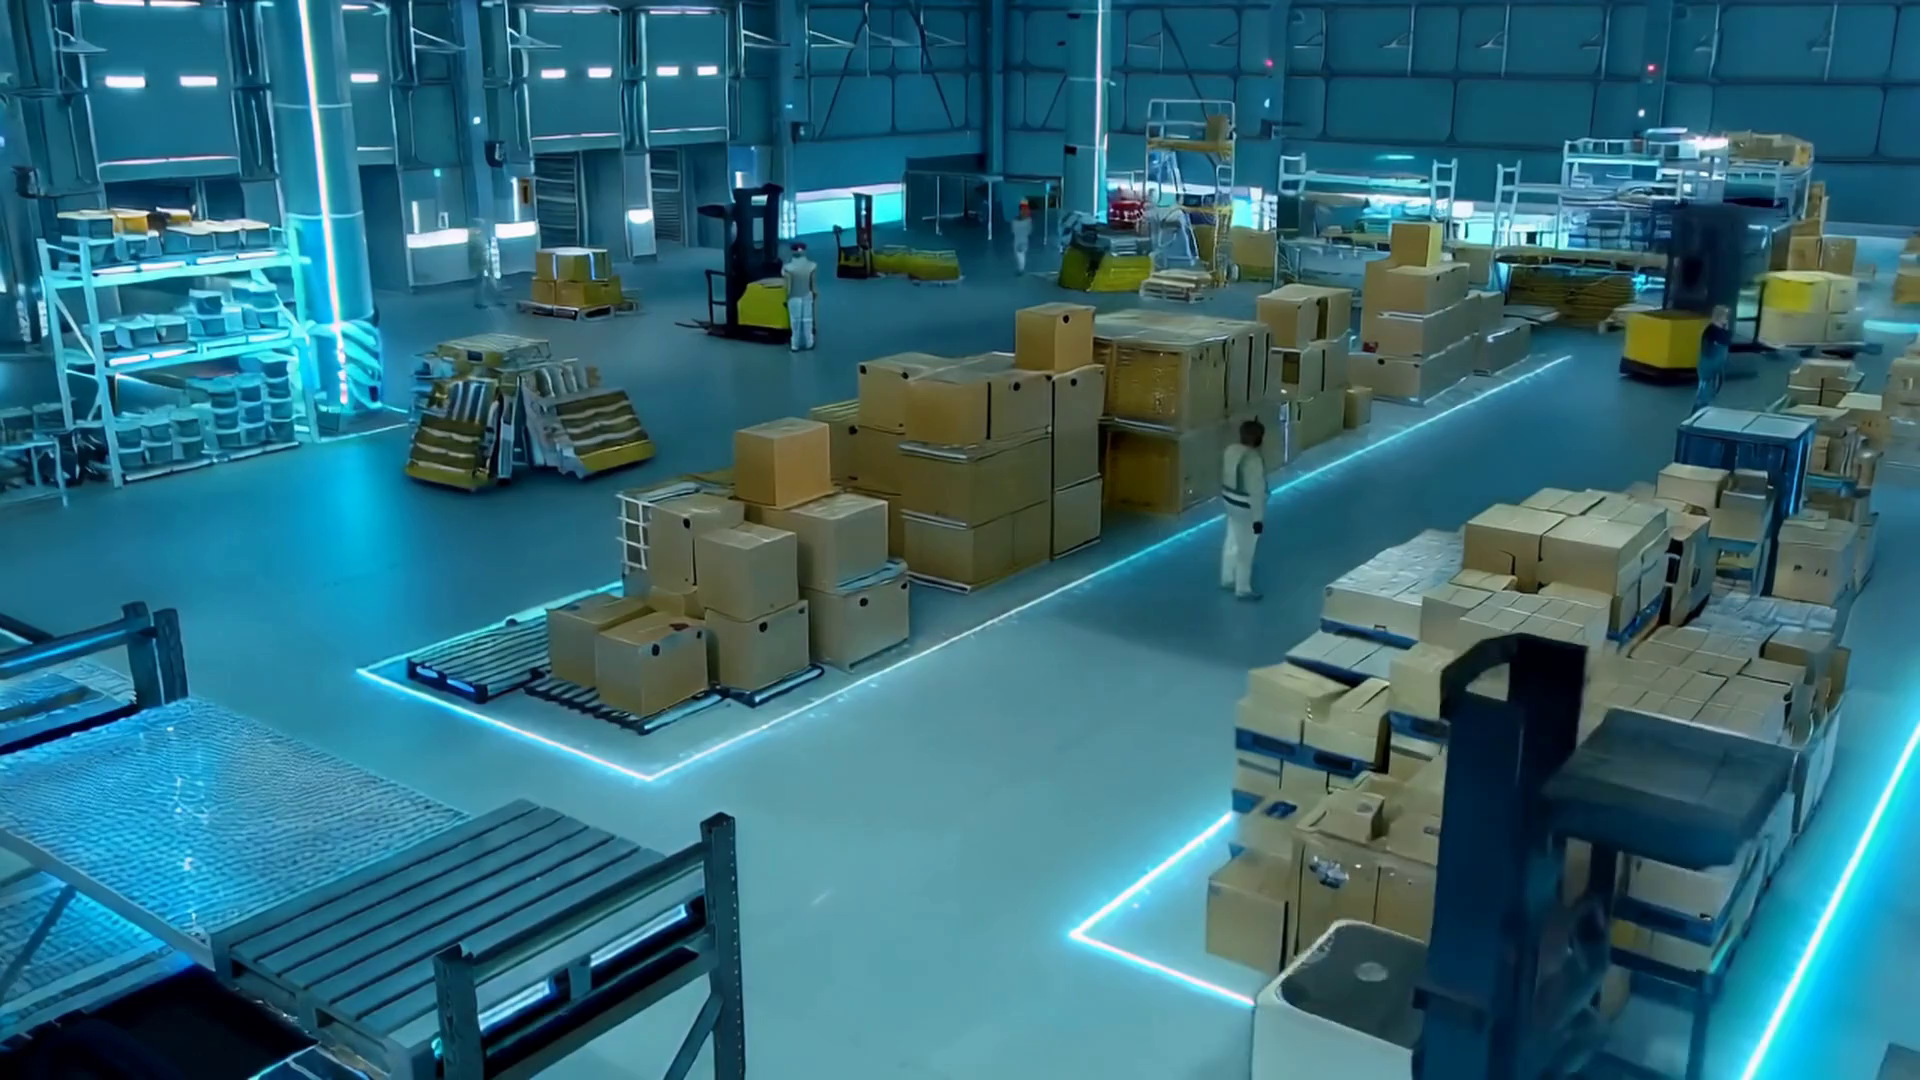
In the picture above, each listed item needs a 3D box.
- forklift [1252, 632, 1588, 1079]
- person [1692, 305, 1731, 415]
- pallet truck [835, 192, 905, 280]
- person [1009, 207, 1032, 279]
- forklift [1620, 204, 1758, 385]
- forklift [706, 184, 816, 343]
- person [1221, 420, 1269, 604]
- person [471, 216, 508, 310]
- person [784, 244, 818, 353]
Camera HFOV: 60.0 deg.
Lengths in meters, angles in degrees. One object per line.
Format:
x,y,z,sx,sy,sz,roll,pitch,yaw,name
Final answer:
2.405,1.869,7.584,1.873,2.768,1.129,12,21,35,forklift
10.355,-2.271,22.899,0.372,1.940,0.629,15,22,40,person
-1.936,-7.159,38.982,1.885,1.965,0.823,-12,21,-34,pallet truck
1.461,-6.978,38.939,0.531,1.675,0.769,10,19,30,person
12.008,-4.026,27.105,1.873,2.768,1.129,-5,17,-15,forklift
-3.717,-5.181,30.929,1.873,2.768,1.129,12,21,35,forklift
2.826,-0.283,16.485,0.429,1.839,0.633,-6,18,-18,person
-9.773,-5.734,34.421,0.804,1.897,0.621,-15,23,-41,person
-2.835,-4.310,29.680,0.635,1.929,0.385,-9,19,-27,person
